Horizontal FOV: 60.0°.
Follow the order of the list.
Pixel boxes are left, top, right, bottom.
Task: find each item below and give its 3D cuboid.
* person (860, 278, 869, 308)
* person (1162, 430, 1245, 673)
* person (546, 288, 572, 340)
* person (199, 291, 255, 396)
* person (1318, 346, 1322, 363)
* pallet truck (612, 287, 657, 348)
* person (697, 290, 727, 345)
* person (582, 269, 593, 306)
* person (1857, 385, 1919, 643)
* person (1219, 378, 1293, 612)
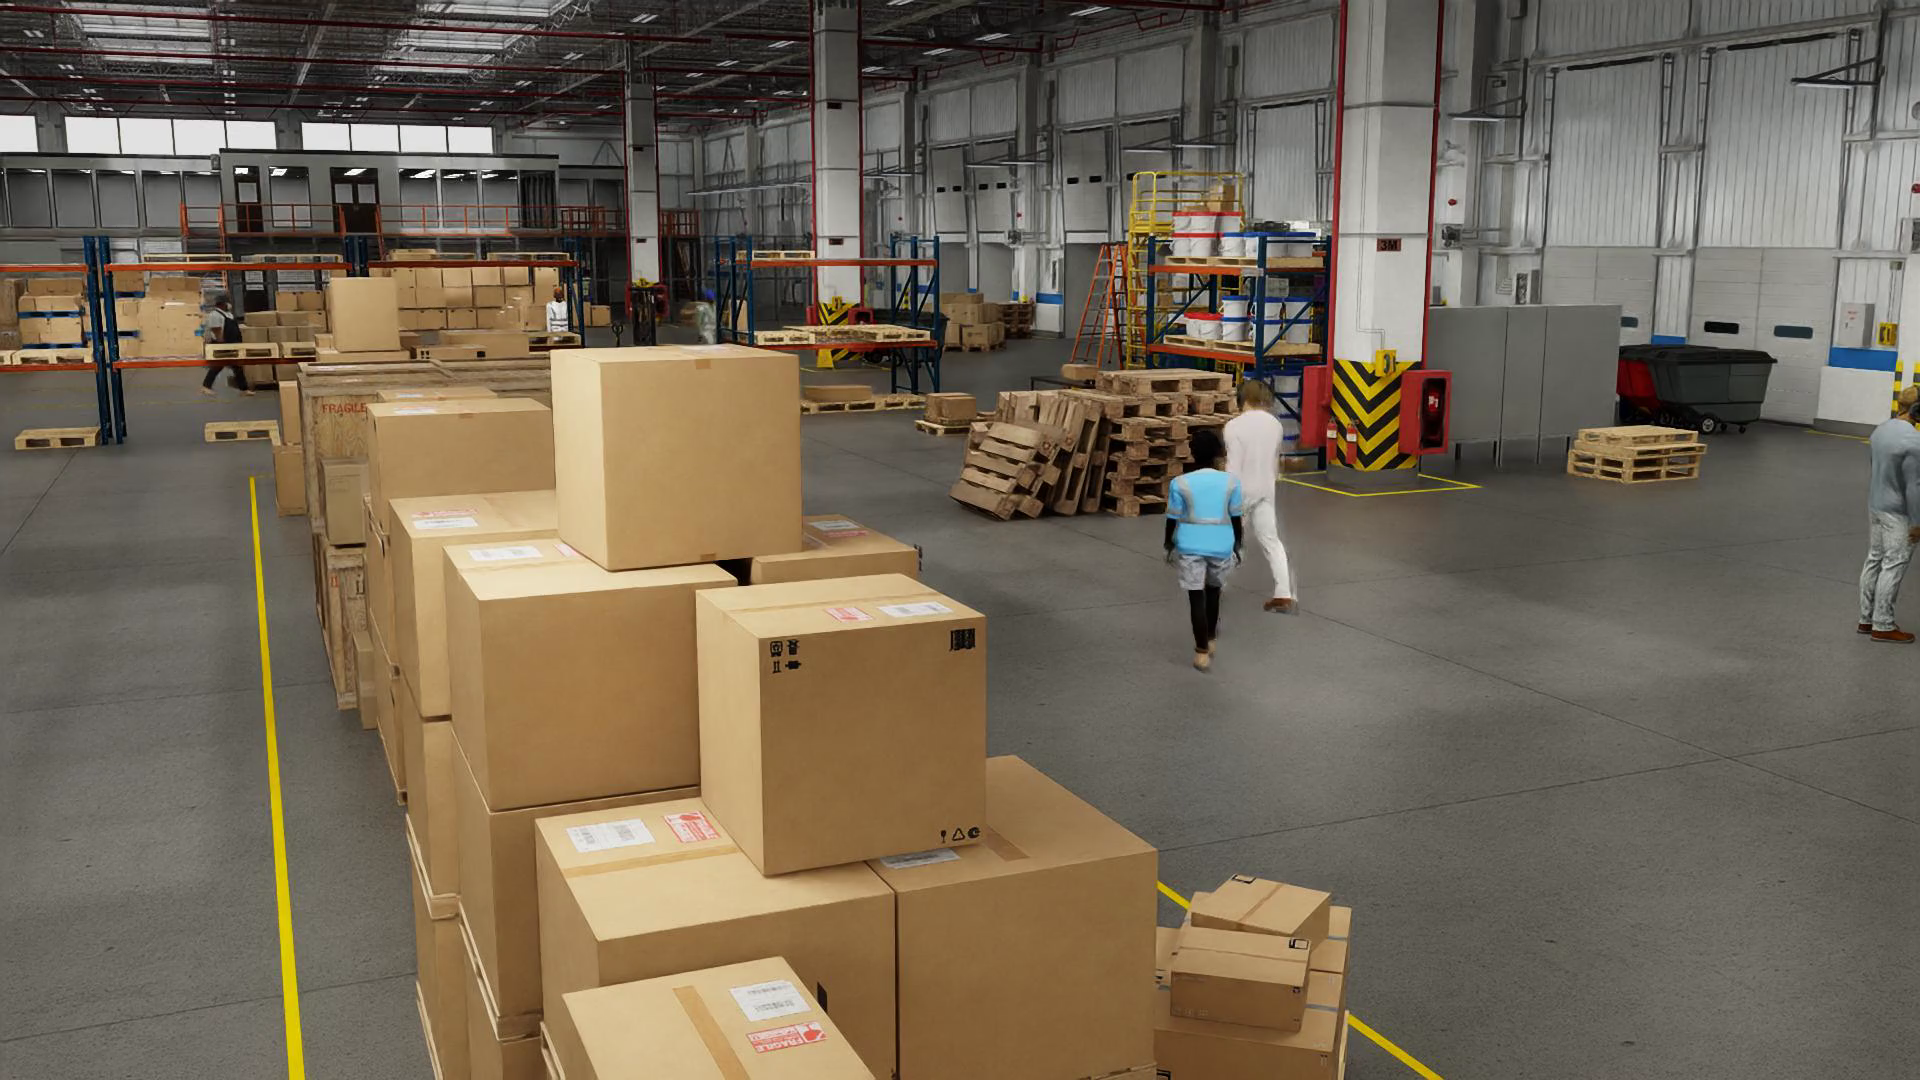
[{"bbox_3d":[-3.098,-7.346,52.186,0.977,1.793,0.646,7,12,33],"label":"person"},{"bbox_3d":[1.688,0.051,11.714,0.551,1.663,0.768,-1,10,-6],"label":"person"},{"bbox_3d":[-9.018,-4.723,37.468,0.584,1.880,0.337,-7,12,-32],"label":"person"},{"bbox_3d":[-14.021,-3.744,31.637,0.949,2.000,0.679,2,10,11],"label":"person"},{"bbox_3d":[5.772,-2.473,25.600,0.537,1.689,0.319,0,10,0],"label":"person"},{"bbox_3d":[-6.464,-4.406,35.401,0.823,1.965,1.885,6,12,32],"label":"pallet truck"},{"bbox_3d":[-5.468,-4.526,36.401,1.031,1.886,0.618,6,12,30],"label":"person"},{"bbox_3d":[-13.339,-8.722,59.450,0.586,1.910,0.395,7,13,36],"label":"person"},{"bbox_3d":[6.971,-0.189,12.373,0.387,1.929,0.635,0,10,1],"label":"person"},{"bbox_3d":[2.359,-0.369,13.495,0.646,1.884,1.064,-6,12,-31],"label":"person"}]
